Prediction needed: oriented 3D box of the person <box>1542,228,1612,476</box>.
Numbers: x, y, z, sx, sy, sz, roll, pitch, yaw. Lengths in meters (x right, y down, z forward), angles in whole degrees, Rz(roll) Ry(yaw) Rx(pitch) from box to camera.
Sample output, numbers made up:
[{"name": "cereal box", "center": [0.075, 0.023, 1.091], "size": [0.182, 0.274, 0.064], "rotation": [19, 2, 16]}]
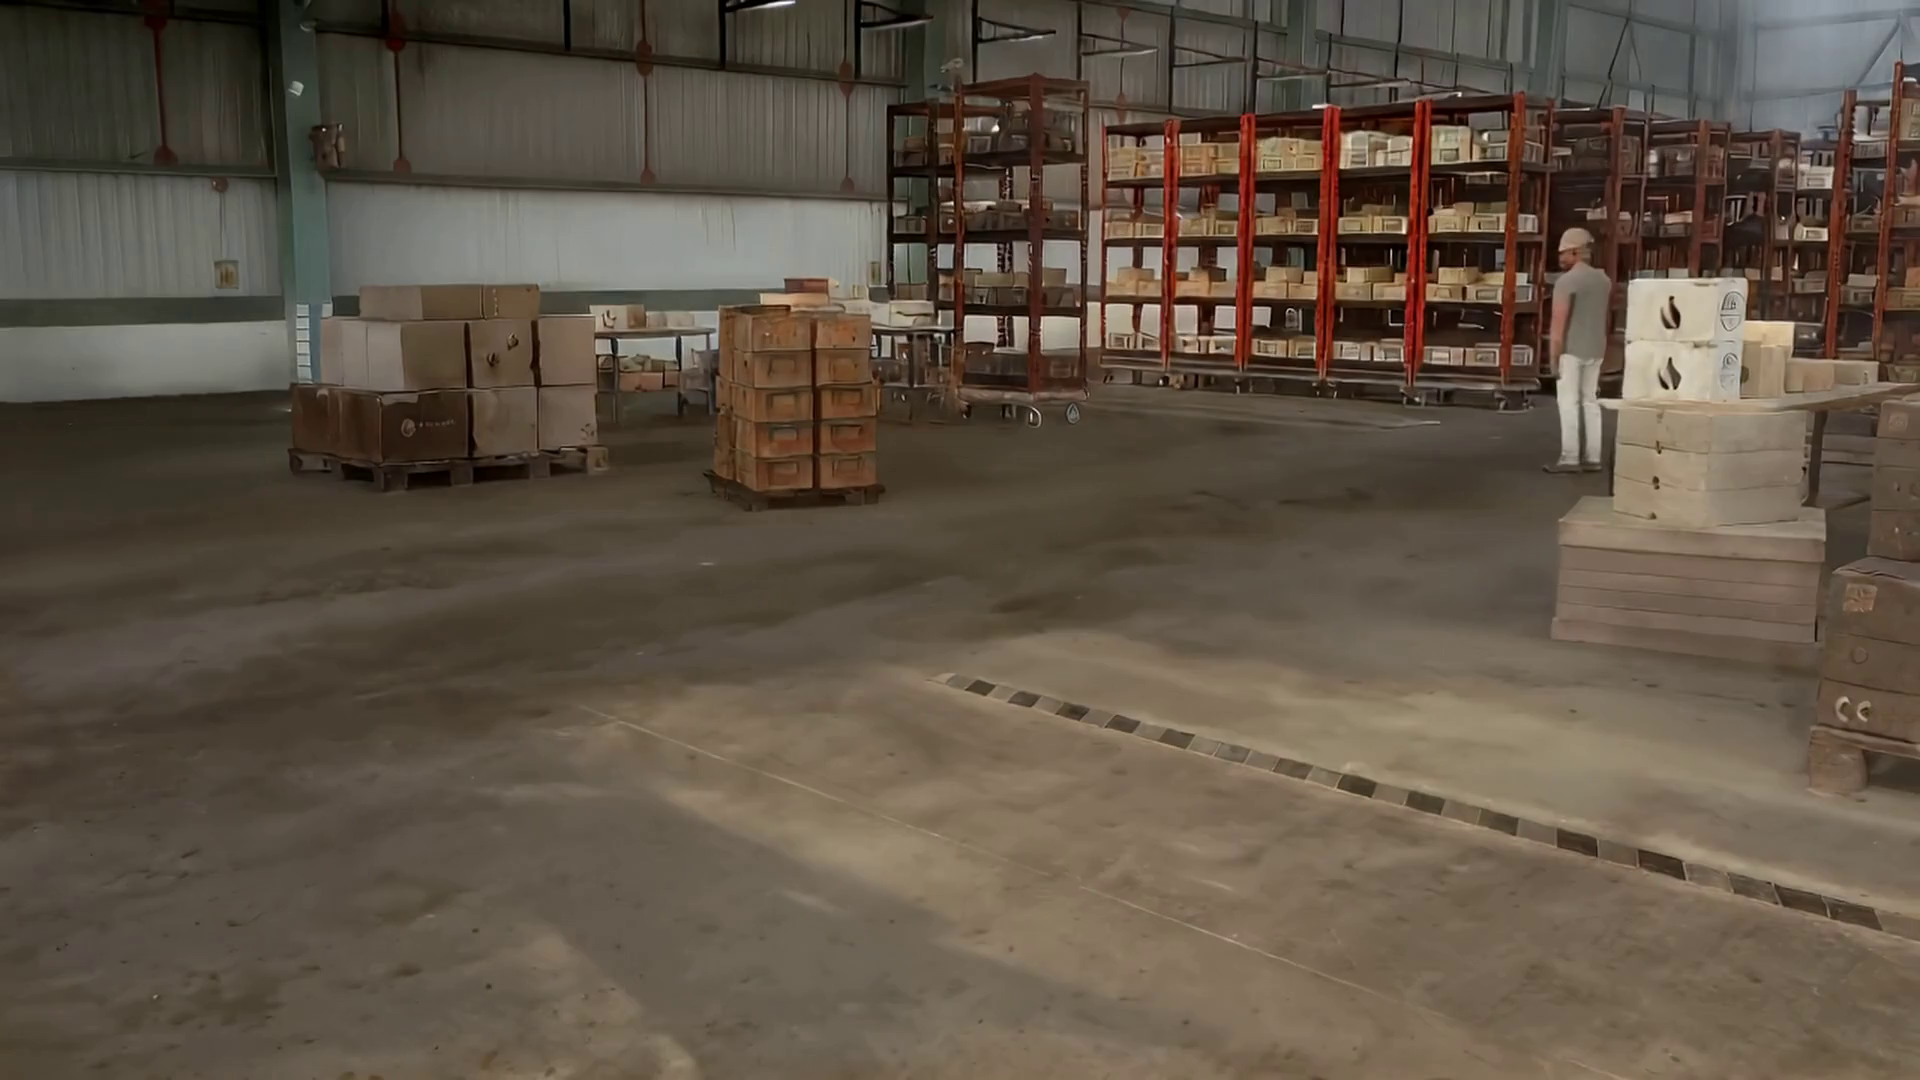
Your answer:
[{"name": "person", "center": [4.947, -1.504, 13.359], "size": [0.628, 1.978, 0.439], "rotation": [-5, 11, -27]}]
